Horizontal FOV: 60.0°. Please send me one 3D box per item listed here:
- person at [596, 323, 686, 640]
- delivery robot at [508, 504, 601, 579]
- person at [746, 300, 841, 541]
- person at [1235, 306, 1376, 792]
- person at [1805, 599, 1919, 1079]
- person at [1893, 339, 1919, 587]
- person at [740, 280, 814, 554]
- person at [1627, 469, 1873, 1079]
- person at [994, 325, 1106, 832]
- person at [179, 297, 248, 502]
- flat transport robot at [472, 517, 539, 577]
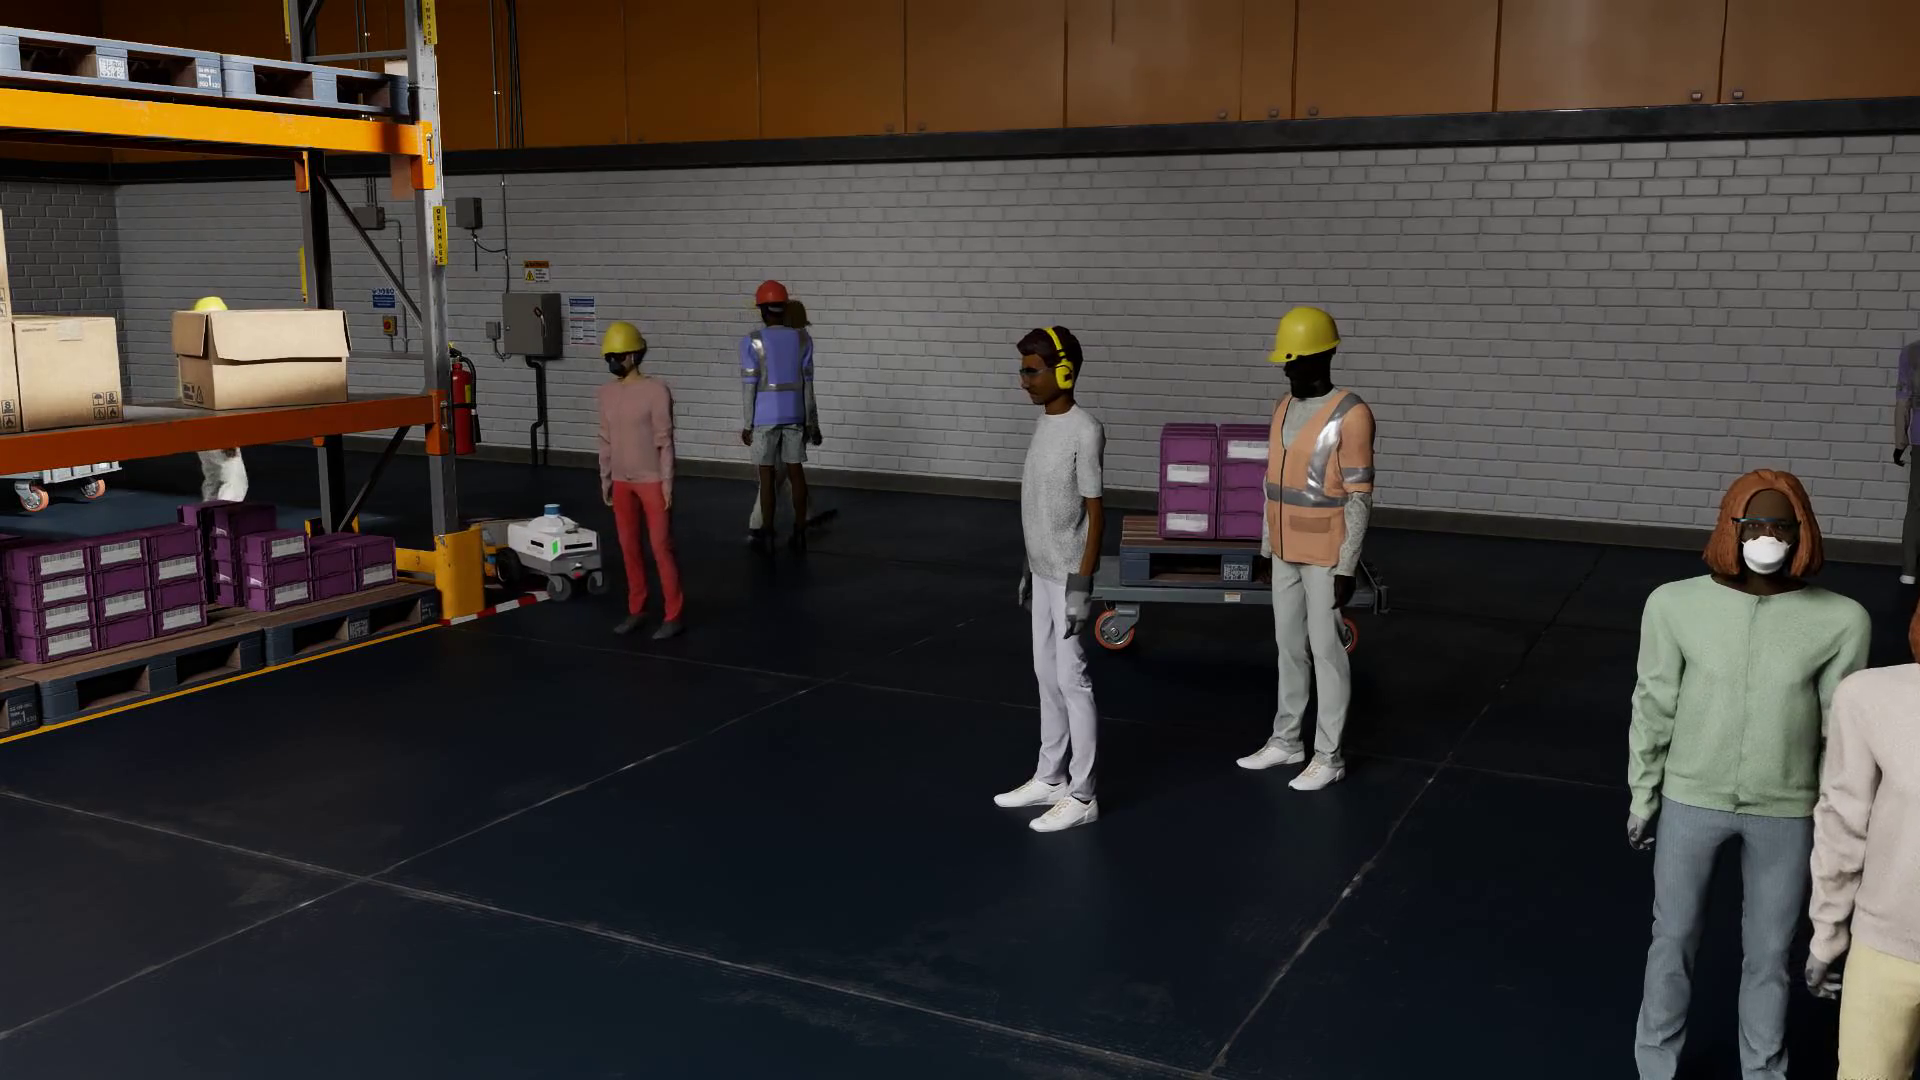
[{"bbox_3d":[-1.791,-0.318,9.173,0.523,1.749,0.387,5,11,28],"label":"person"},{"bbox_3d":[-2.536,0.019,10.388,0.477,0.478,0.707,-8,12,-38],"label":"delivery robot"},{"bbox_3d":[-1.265,-0.887,12.371,0.912,1.773,0.602,-7,12,-37],"label":"person"},{"bbox_3d":[1.379,0.037,6.620,0.379,1.918,0.585,-5,11,-26],"label":"person"},{"bbox_3d":[1.831,0.791,3.072,0.501,1.633,0.281,8,13,39],"label":"person"},{"bbox_3d":[6.225,-0.637,10.512,0.586,1.921,0.379,9,13,41],"label":"person"},{"bbox_3d":[-1.303,-0.868,11.806,0.544,1.937,0.358,-5,11,-28],"label":"person"},{"bbox_3d":[1.837,0.642,3.925,0.500,1.636,0.280,4,10,21],"label":"person"},{"bbox_3d":[0.352,0.144,6.157,0.328,1.865,0.520,-4,11,-21],"label":"person"},{"bbox_3d":[-5.145,-0.759,11.485,0.404,1.823,0.623,-8,12,-38],"label":"person"},{"bbox_3d":[-2.975,0.025,11.449,0.652,0.197,1.431,-4,10,-20],"label":"flat transport robot"}]
